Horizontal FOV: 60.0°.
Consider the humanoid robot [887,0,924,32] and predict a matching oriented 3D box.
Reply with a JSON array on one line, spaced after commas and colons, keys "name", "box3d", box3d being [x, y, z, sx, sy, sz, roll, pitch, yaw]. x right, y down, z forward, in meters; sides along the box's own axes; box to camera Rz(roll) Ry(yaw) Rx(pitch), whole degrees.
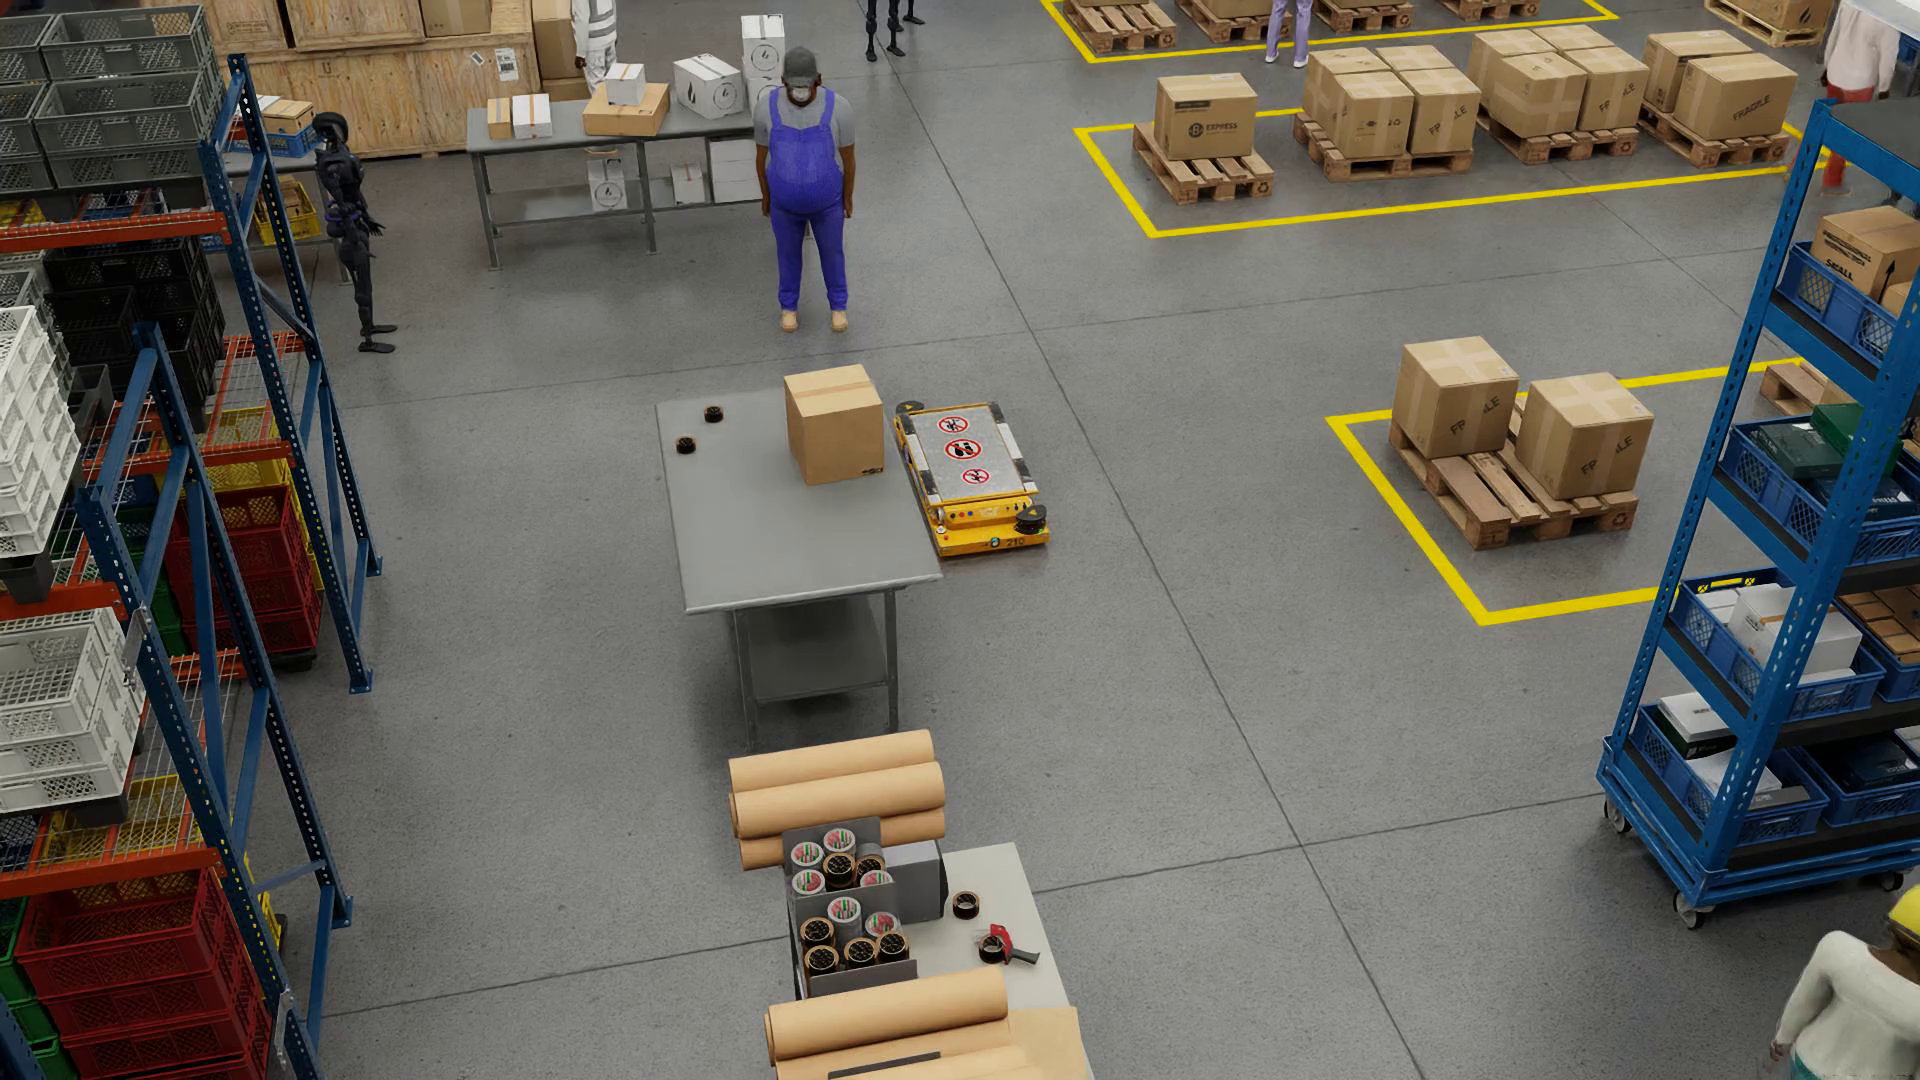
[{"name": "humanoid robot", "box3d": [-0.518, -5.837, 16.206, 0.596, 1.657, 0.325, -29, 46, -33]}]

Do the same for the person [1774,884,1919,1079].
[{"name": "person", "box3d": [3.096, 1.857, 5.813, 0.622, 1.740, 0.530, -22, 42, -27]}]

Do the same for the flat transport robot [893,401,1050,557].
[{"name": "flat transport robot", "box3d": [0.046, -0.430, 10.108, 0.652, 0.197, 1.431, -8, 37, -10]}]

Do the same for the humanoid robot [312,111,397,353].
[{"name": "humanoid robot", "box3d": [-4.046, -2.071, 11.143, 0.327, 1.660, 0.589, -7, 37, -9]}]

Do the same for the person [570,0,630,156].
[{"name": "person", "box3d": [-3.010, -4.118, 13.734, 0.344, 1.882, 0.585, 12, 38, 16]}]

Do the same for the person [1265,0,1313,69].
[{"name": "person", "box3d": [3.135, -5.350, 15.368, 0.581, 1.918, 0.403, 18, 40, 23]}]

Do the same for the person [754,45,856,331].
[{"name": "person", "box3d": [-1.035, -2.349, 11.229, 0.680, 2.000, 0.536, 0, 37, 1]}]

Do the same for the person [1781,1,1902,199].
[{"name": "person", "box3d": [7.006, -3.624, 12.988, 0.431, 1.988, 0.621, -9, 38, -12]}]

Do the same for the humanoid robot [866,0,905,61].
[{"name": "humanoid robot", "box3d": [-0.709, -5.330, 15.526, 0.592, 1.657, 0.326, -16, 40, -20]}]

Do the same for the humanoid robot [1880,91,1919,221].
[{"name": "humanoid robot", "box3d": [7.158, -2.938, 12.332, 0.561, 1.632, 0.577, -23, 43, -28]}]
